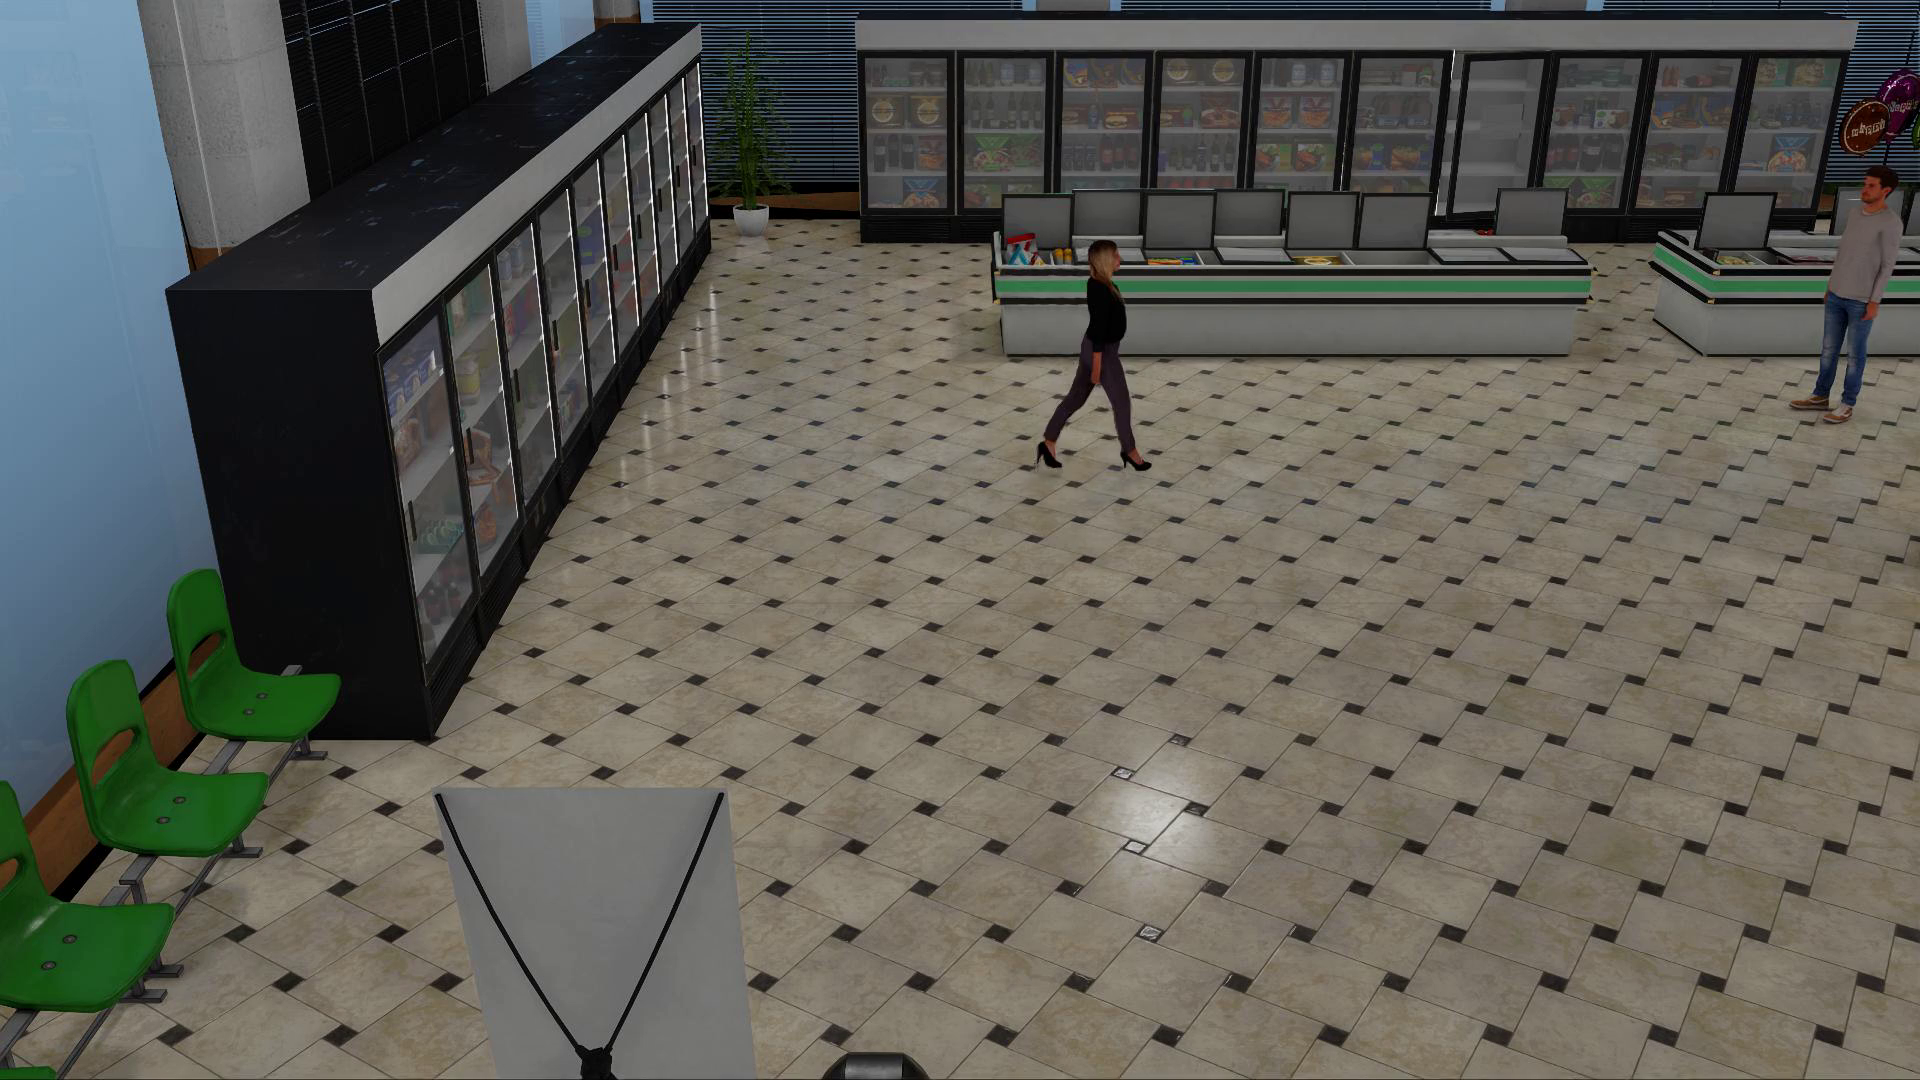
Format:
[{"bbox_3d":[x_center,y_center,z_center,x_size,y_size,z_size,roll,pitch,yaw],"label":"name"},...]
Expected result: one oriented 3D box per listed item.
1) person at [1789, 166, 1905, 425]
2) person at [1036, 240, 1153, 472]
[{"bbox_3d":[6.662,-1.831,12.372,0.689,1.905,0.724,-7,25,-16],"label":"person"},{"bbox_3d":[0.847,-1.199,11.279,1.051,1.623,0.690,-3,24,-6],"label":"person"}]
